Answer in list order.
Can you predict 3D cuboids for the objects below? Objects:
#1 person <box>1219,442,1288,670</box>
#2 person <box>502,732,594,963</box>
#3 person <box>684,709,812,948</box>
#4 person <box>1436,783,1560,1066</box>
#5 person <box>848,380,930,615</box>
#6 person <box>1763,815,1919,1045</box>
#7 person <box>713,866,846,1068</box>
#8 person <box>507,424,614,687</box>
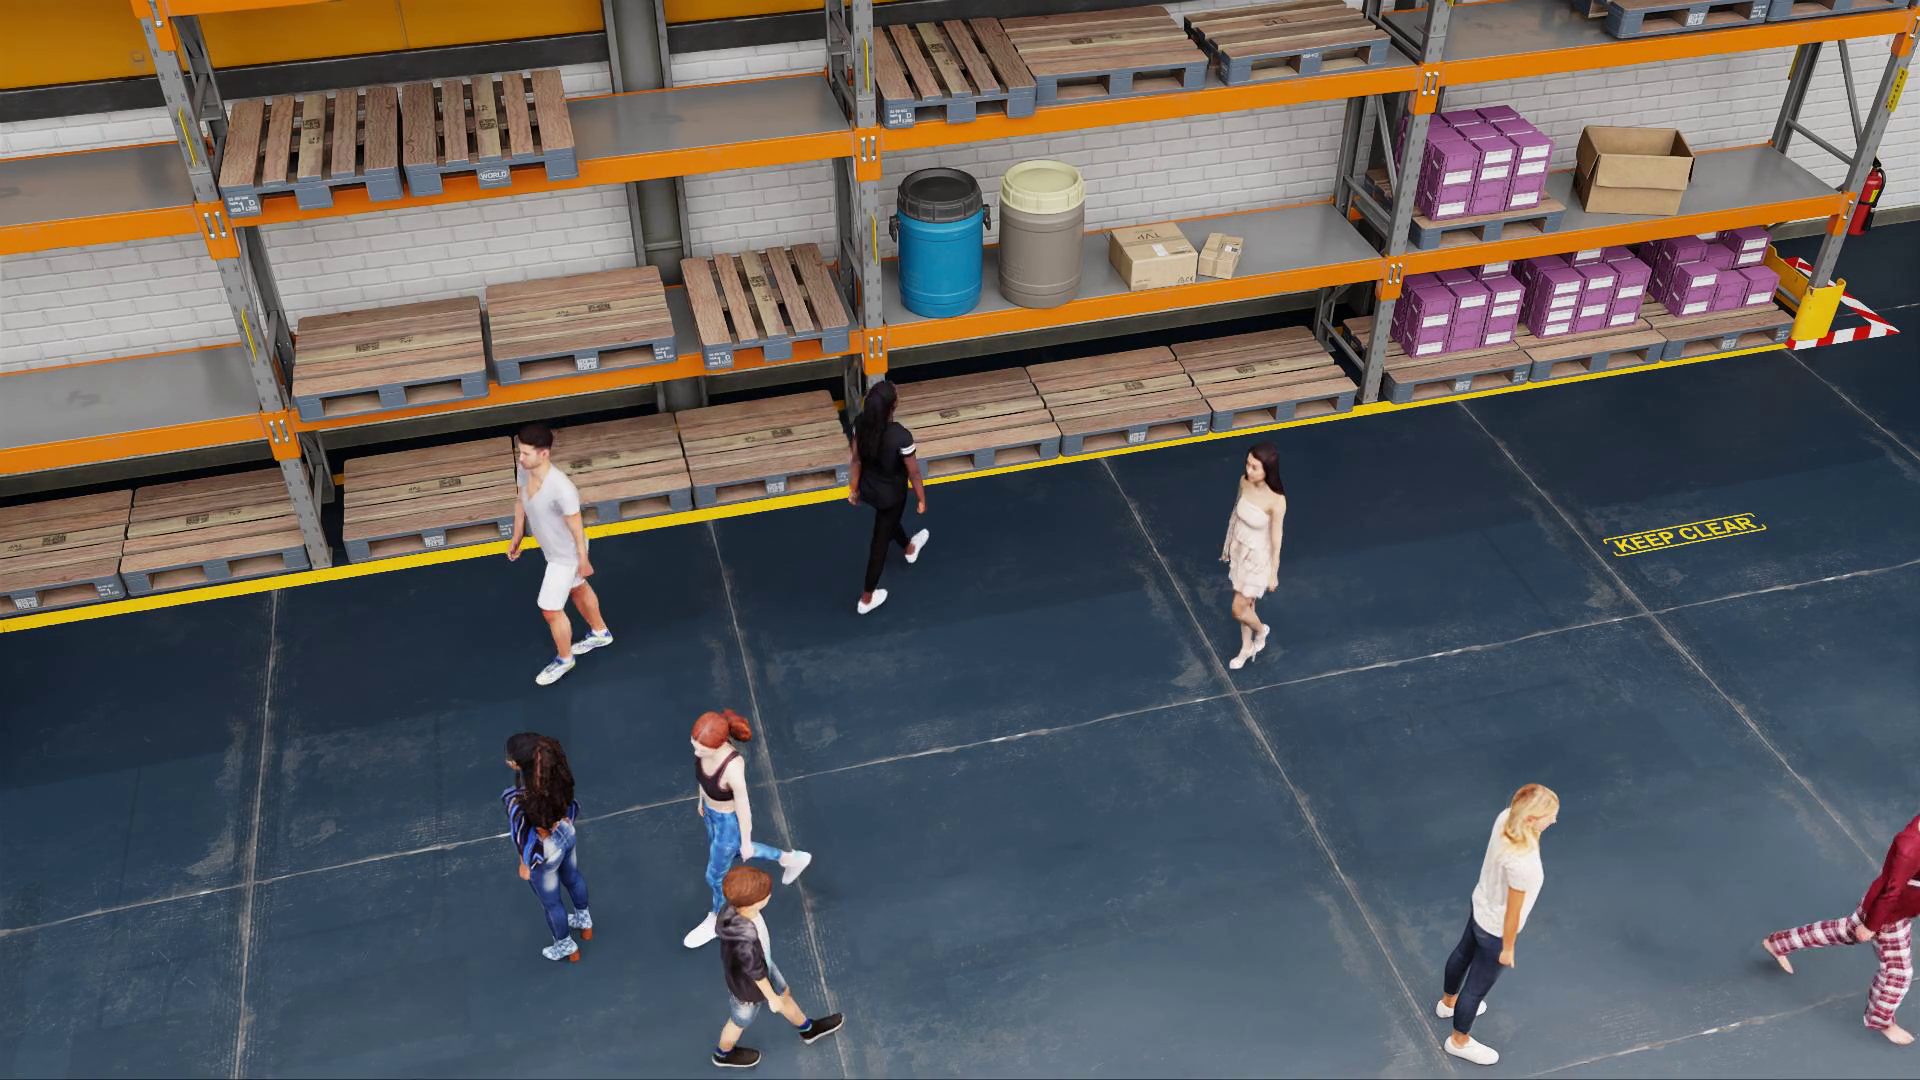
[{"bbox_3d":[1.896,0.105,10.363,0.691,1.725,0.659,-18,42,-21],"label":"person"},{"bbox_3d":[-2.130,1.583,8.607,0.739,1.607,0.699,15,41,18],"label":"person"},{"bbox_3d":[-1.136,1.453,8.658,1.086,1.757,0.808,-17,42,-20],"label":"person"},{"bbox_3d":[2.598,1.844,8.120,0.632,1.807,0.661,3,39,4],"label":"person"},{"bbox_3d":[-0.540,-0.243,10.821,1.049,1.697,1.173,25,45,28],"label":"person"},{"bbox_3d":[4.581,1.779,8.315,1.041,1.665,1.094,30,47,32],"label":"person"},{"bbox_3d":[-1.082,2.112,8.096,0.933,1.417,0.626,-5,39,-6],"label":"person"},{"bbox_3d":[-2.409,0.004,10.405,0.963,1.831,0.852,-25,45,-28],"label":"person"}]
